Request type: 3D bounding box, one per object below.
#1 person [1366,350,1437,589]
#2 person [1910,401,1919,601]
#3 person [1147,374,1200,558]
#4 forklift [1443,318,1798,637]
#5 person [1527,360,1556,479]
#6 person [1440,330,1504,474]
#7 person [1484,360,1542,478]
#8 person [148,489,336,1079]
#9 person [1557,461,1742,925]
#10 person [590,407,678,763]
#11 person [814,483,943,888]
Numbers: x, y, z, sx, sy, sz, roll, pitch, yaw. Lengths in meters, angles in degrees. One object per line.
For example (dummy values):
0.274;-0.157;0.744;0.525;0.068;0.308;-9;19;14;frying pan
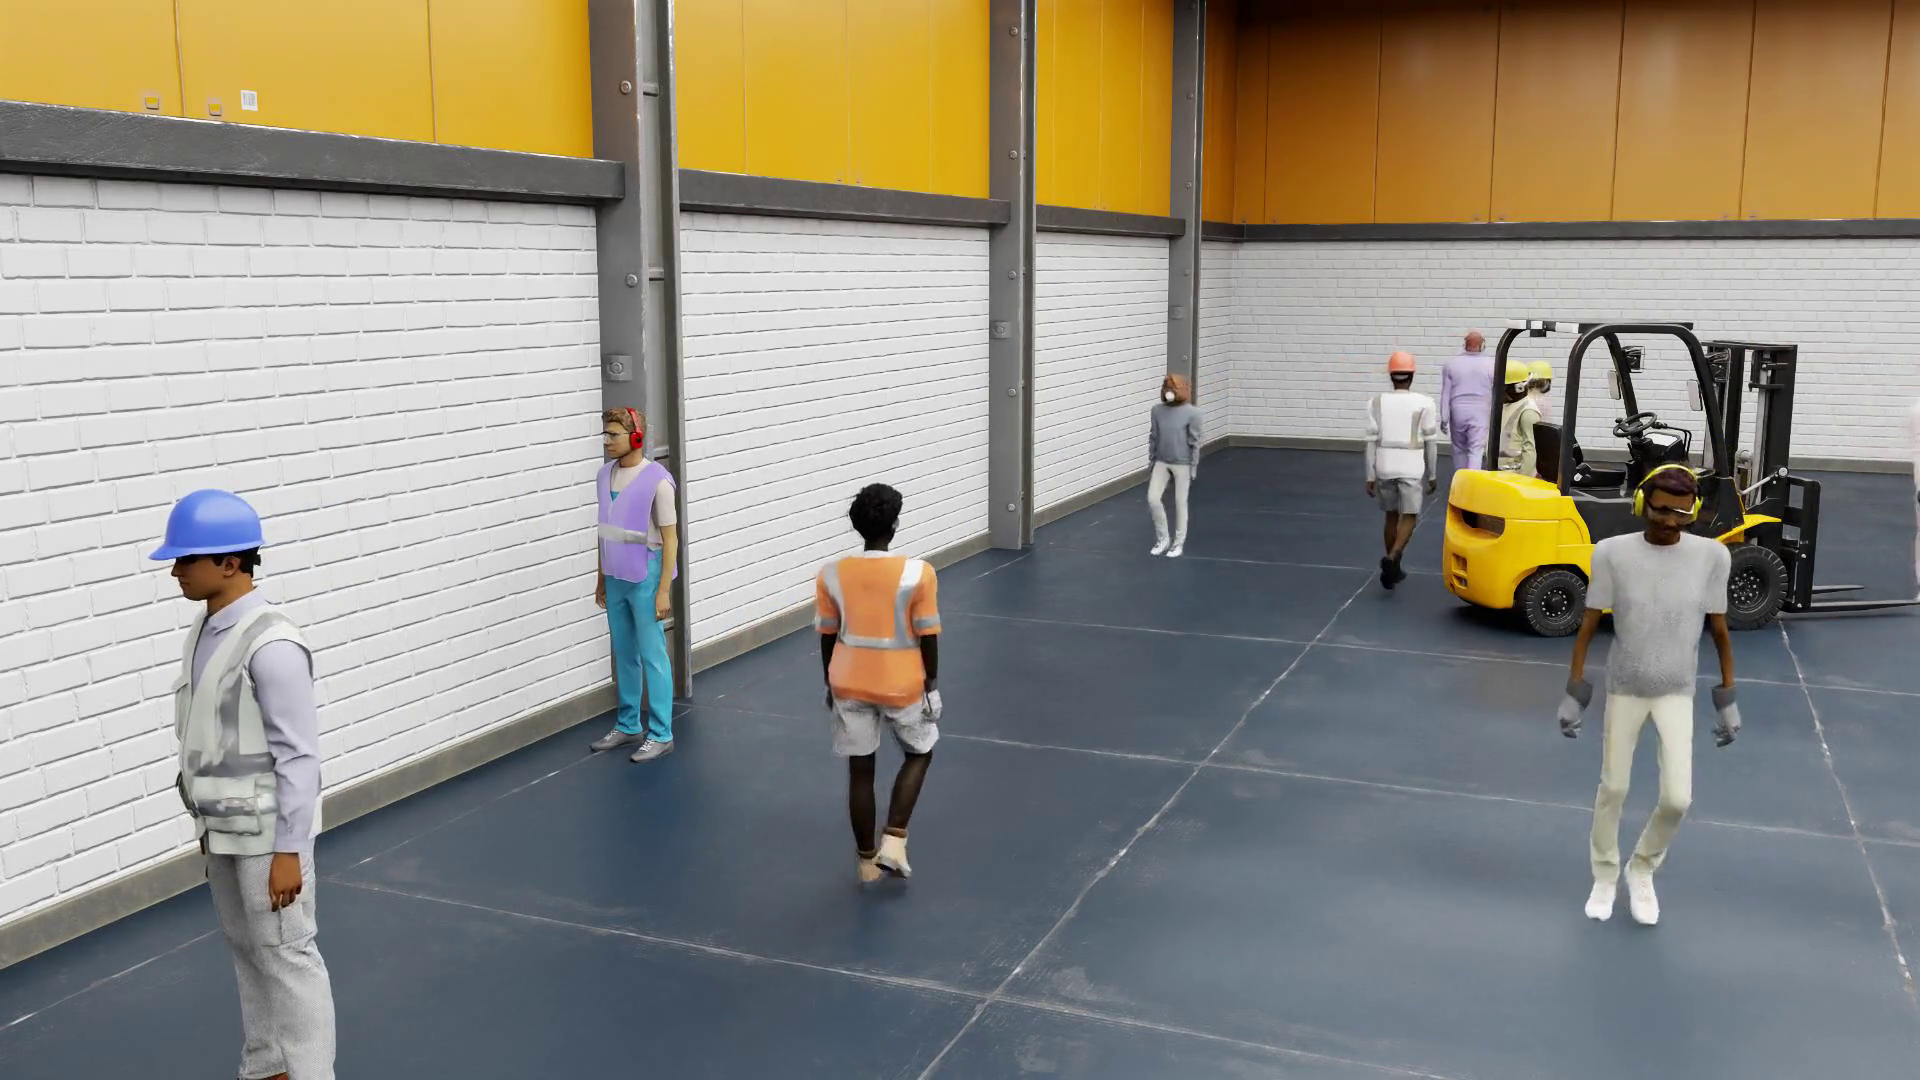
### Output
3.465;-0.548;13.186;0.551;1.911;0.826;5;11;29;person
7.375;-0.408;12.366;0.657;1.891;0.466;-1;9;-5;person
1.848;-0.644;14.587;0.522;1.618;0.425;6;11;34;person
4.706;-0.497;11.990;2.313;2.155;1.214;-2;10;-10;forklift
4.921;-0.688;14.467;0.578;1.750;0.538;-1;9;-8;person
5.588;-1.353;18.188;0.657;1.870;0.950;4;10;21;person
4.383;-0.517;13.238;0.403;1.823;0.588;0;9;-1;person
-2.048;0.815;4.783;0.405;1.946;0.612;-9;13;-43;person
2.658;0.601;6.414;0.676;1.837;0.491;3;10;17;person
-1.690;0.222;8.684;0.570;1.844;0.377;8;12;40;person
-0.329;0.603;6.834;0.554;1.683;0.366;3;10;15;person
